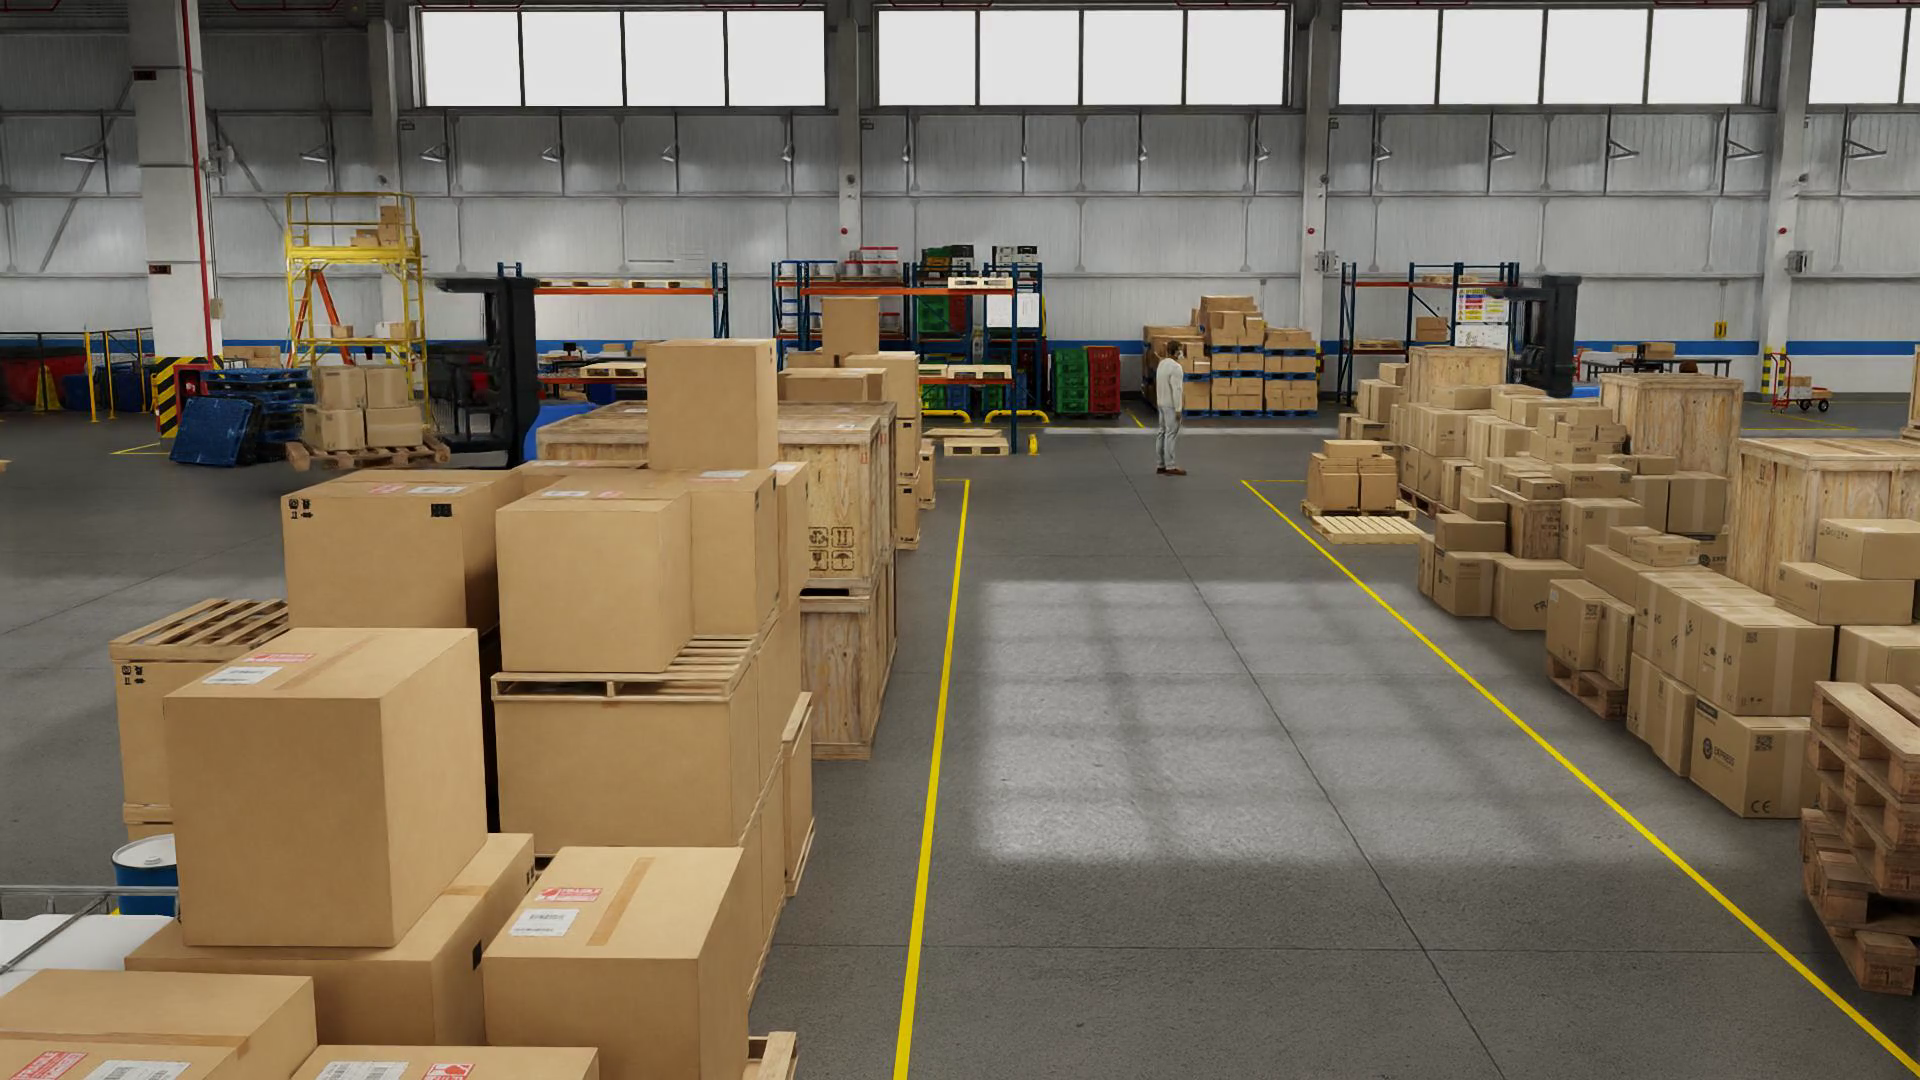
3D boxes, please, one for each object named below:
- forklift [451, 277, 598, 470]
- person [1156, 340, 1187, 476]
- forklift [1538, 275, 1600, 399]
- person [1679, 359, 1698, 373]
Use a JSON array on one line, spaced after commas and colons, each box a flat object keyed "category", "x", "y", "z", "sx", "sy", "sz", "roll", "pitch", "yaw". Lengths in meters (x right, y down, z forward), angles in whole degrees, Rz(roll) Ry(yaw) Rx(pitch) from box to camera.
[{"category": "forklift", "x": -6.044, "y": -2.229, "z": 22.988, "sx": 1.873, "sy": 2.768, "sz": 1.129, "roll": -4, "pitch": 10, "yaw": -25}, {"category": "person", "x": 3.006, "y": -1.886, "z": 23.758, "sx": 0.378, "sy": 1.937, "sz": 0.628, "roll": -3, "pitch": 10, "yaw": -16}, {"category": "forklift", "x": 9.491, "y": -2.809, "z": 26.460, "sx": 1.873, "sy": 2.768, "sz": 1.129, "roll": 0, "pitch": 9, "yaw": 1}, {"category": "person", "x": 9.012, "y": -1.322, "z": 20.673, "sx": 0.626, "sy": 1.839, "sz": 0.430, "roll": -3, "pitch": 10, "yaw": -16}]
